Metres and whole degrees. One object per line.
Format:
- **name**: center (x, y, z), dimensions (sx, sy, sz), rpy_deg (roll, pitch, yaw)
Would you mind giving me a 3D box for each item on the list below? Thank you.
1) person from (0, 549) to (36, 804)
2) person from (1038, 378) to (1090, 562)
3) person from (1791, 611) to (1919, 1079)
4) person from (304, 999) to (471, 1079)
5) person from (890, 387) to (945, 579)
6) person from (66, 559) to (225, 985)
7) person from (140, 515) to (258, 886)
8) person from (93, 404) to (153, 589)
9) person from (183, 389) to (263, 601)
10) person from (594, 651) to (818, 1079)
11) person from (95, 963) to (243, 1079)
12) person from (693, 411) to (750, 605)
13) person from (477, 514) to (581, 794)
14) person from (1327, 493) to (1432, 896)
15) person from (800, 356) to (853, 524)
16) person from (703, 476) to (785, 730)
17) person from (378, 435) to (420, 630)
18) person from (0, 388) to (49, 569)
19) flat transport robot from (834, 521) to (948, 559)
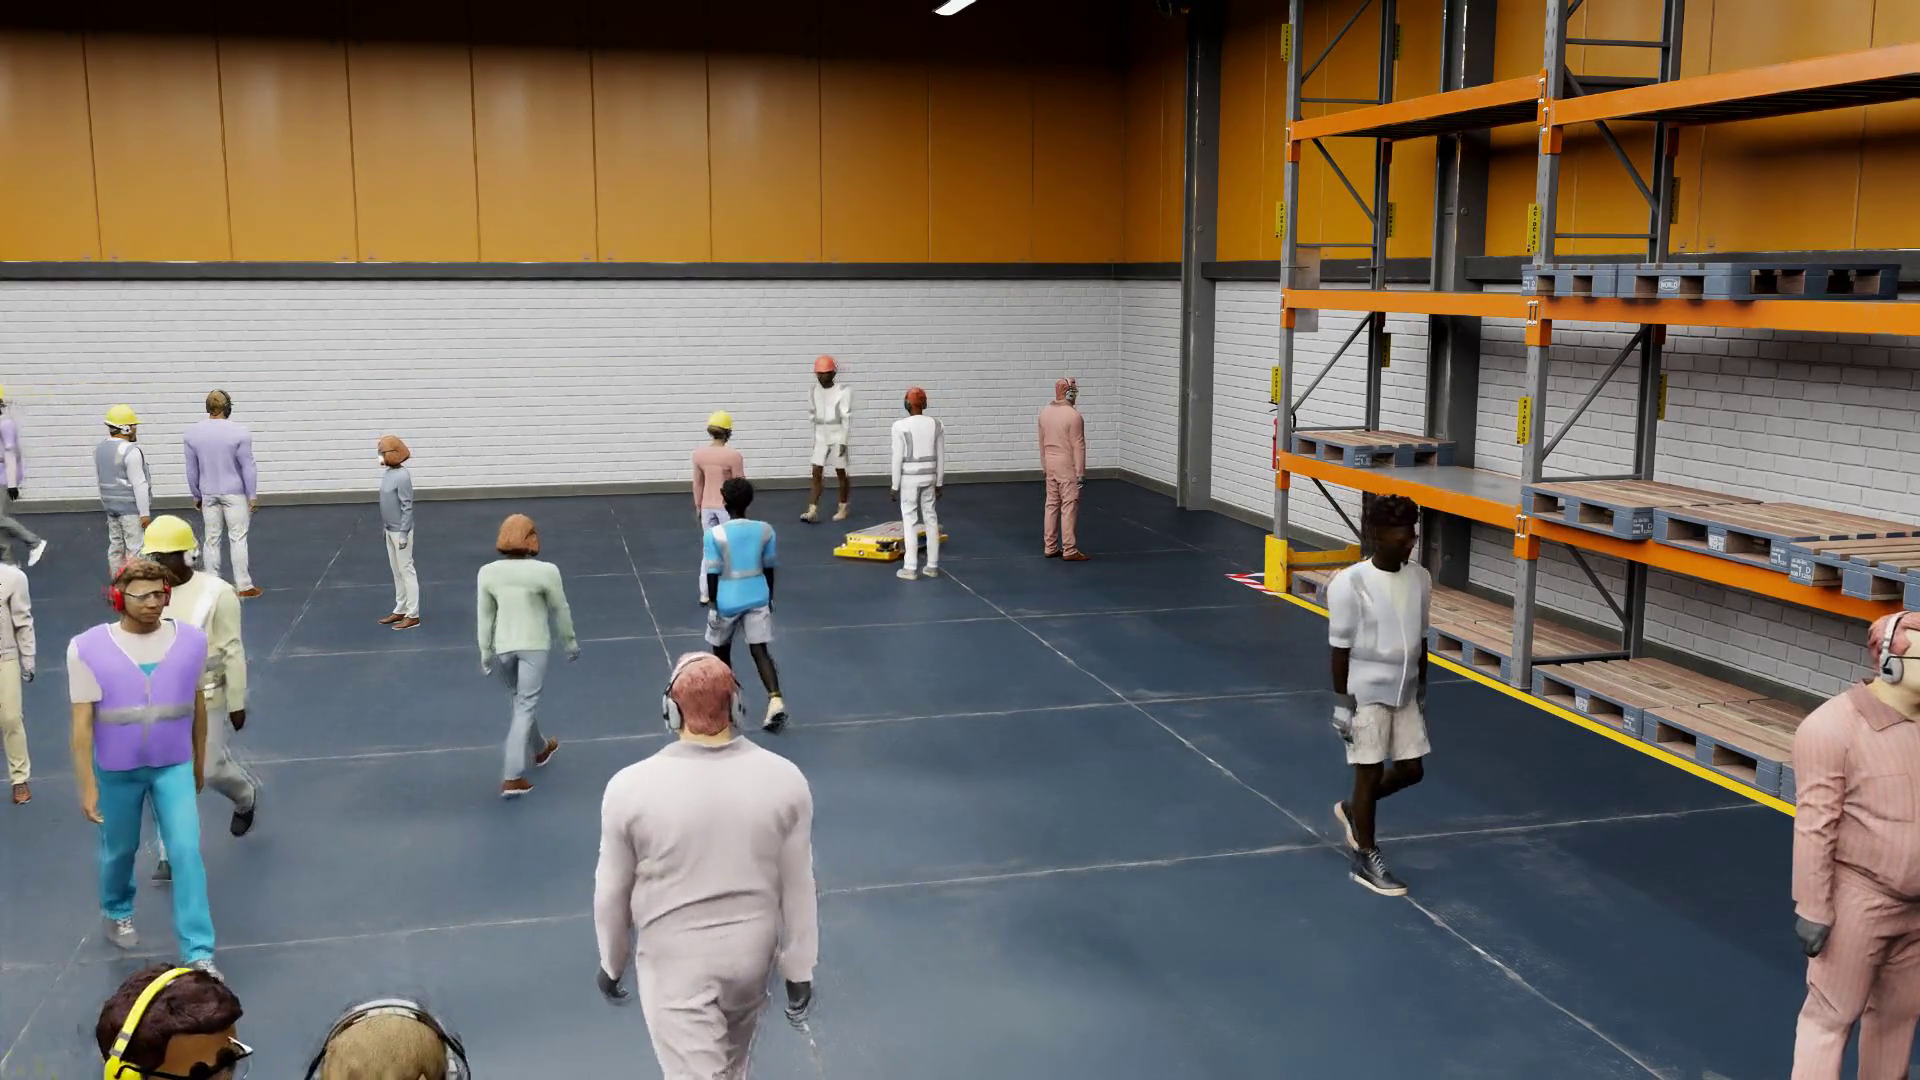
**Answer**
- **person**: center (-5.445, 0.695, 9.291), dimensions (0.506, 1.628, 0.277), rpy_deg (-5, 10, -27)
- **person**: center (1.101, -0.732, 17.305), dimensions (0.409, 1.907, 0.651), rpy_deg (-7, 11, -36)
- **person**: center (3.015, 1.171, 5.415), dimensions (0.651, 1.913, 0.409), rpy_deg (-2, 9, -15)
- **person**: center (-0.891, 1.626, 2.678), dimensions (0.654, 1.884, 1.044), rpy_deg (-3, 10, -17)
- **person**: center (-0.415, -0.557, 16.279), dimensions (0.584, 1.883, 0.337), rpy_deg (-5, 11, -30)
- **person**: center (-3.494, 0.955, 7.125), dimensions (0.572, 1.802, 0.967), rpy_deg (-7, 12, -38)
- **person**: center (-3.849, 0.756, 8.321), dimensions (0.599, 1.812, 0.710), rpy_deg (1, 9, 4)
- **person**: center (-7.368, -0.283, 14.734), dimensions (0.591, 1.833, 0.403), rpy_deg (5, 10, 29)
- **person**: center (-6.700, -0.403, 15.153), dimensions (0.635, 1.939, 0.366), rpy_deg (0, 9, 2)
- **person**: center (-0.764, 1.263, 5.045), dimensions (0.633, 1.857, 1.009), rpy_deg (-5, 10, -27)
- **person**: center (-1.423, 1.616, 2.868), dimensions (0.519, 1.835, 0.545), rpy_deg (3, 10, 18)
- **person**: center (-2.143, -0.262, 14.873), dimensions (0.551, 1.771, 0.370), rpy_deg (4, 10, 26)
- **person**: center (-2.541, 0.642, 9.735), dimensions (0.513, 1.586, 0.879), rpy_deg (2, 9, 13)
- **person**: center (2.017, 0.726, 8.097), dimensions (0.603, 1.950, 0.534), rpy_deg (-4, 10, -26)
- **person**: center (-1.595, -1.179, 19.819), dimensions (0.615, 1.995, 0.979), rpy_deg (4, 10, 21)
- **person**: center (-1.413, 0.411, 10.929), dimensions (0.538, 1.665, 0.823), rpy_deg (-6, 11, -33)
- **person**: center (-4.746, -0.068, 14.012), dimensions (0.287, 1.633, 0.497), rpy_deg (-7, 11, -37)
- **person**: center (-9.511, -0.617, 16.576), dimensions (0.602, 1.907, 0.487), rpy_deg (9, 13, 44)
- **flat transport robot**: center (-0.722, -0.009, 17.881), dimensions (0.652, 0.197, 1.431), rpy_deg (4, 10, 25)
